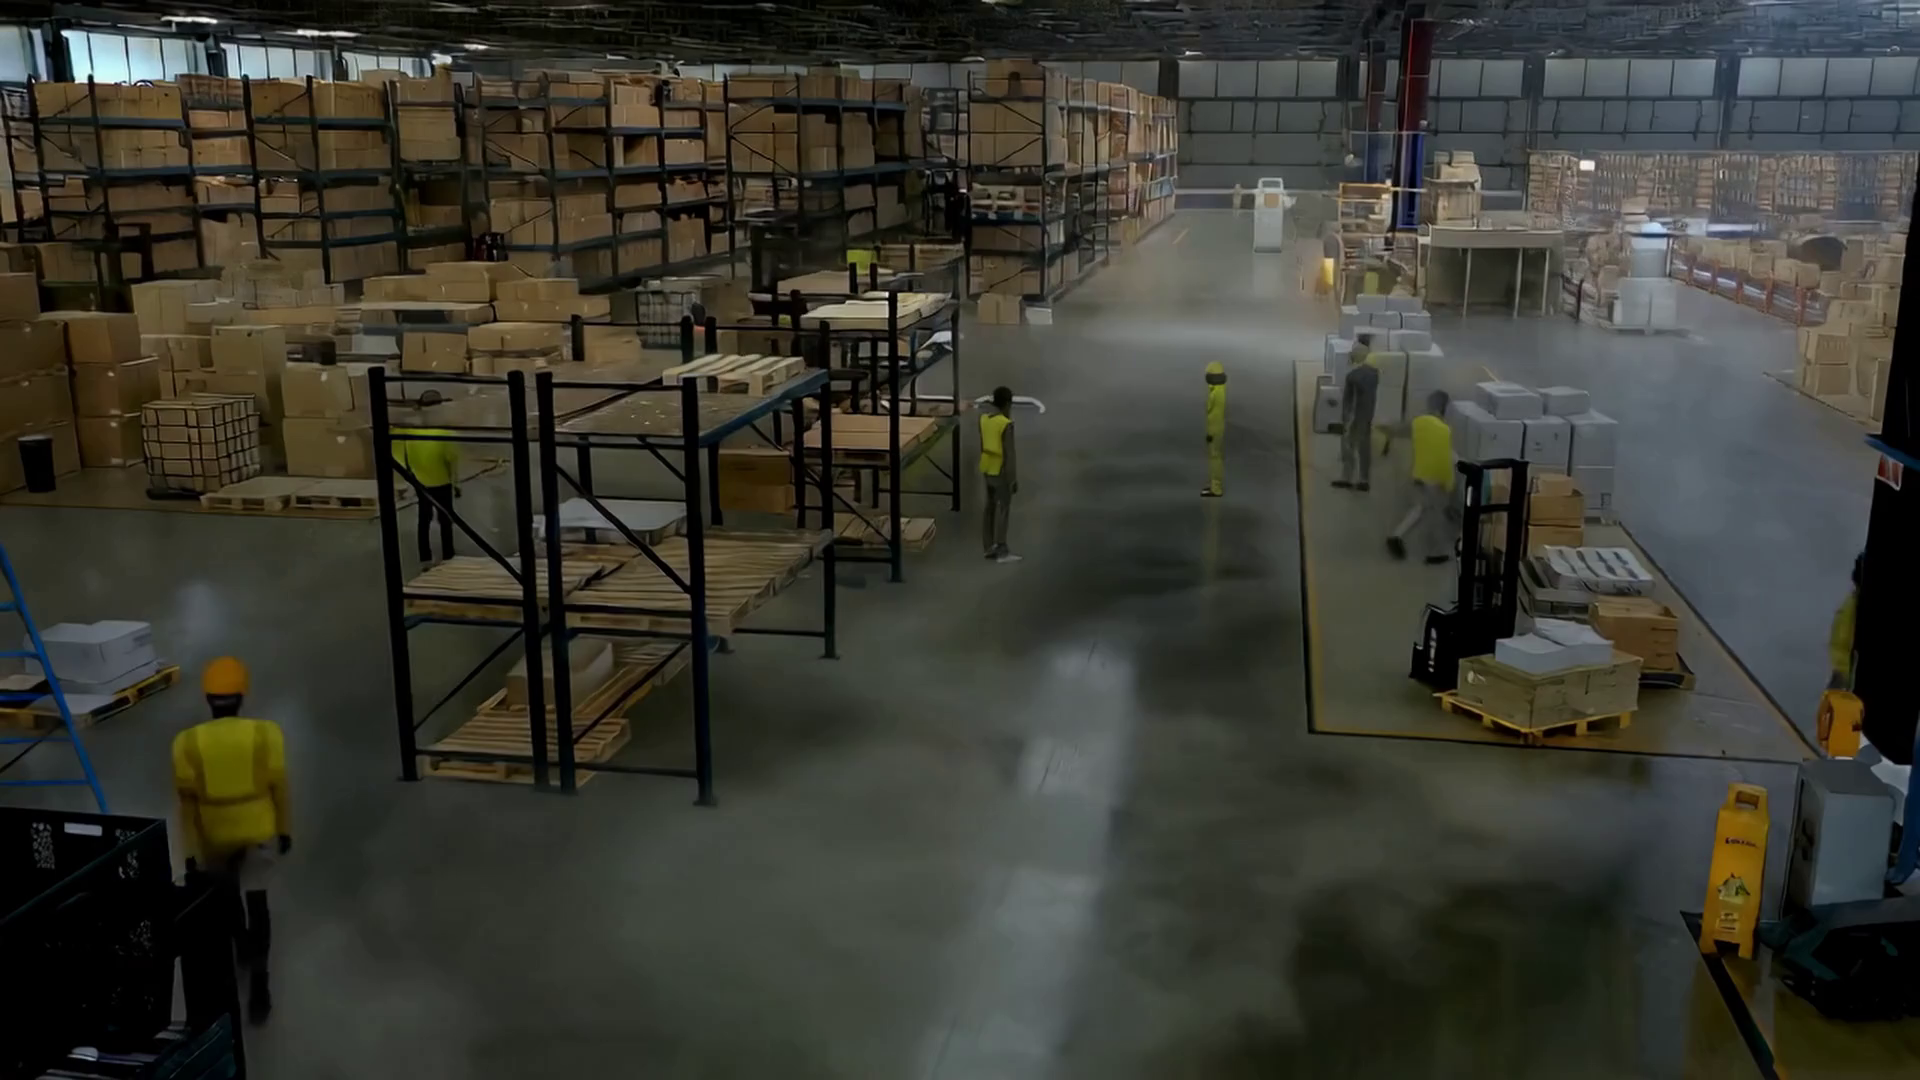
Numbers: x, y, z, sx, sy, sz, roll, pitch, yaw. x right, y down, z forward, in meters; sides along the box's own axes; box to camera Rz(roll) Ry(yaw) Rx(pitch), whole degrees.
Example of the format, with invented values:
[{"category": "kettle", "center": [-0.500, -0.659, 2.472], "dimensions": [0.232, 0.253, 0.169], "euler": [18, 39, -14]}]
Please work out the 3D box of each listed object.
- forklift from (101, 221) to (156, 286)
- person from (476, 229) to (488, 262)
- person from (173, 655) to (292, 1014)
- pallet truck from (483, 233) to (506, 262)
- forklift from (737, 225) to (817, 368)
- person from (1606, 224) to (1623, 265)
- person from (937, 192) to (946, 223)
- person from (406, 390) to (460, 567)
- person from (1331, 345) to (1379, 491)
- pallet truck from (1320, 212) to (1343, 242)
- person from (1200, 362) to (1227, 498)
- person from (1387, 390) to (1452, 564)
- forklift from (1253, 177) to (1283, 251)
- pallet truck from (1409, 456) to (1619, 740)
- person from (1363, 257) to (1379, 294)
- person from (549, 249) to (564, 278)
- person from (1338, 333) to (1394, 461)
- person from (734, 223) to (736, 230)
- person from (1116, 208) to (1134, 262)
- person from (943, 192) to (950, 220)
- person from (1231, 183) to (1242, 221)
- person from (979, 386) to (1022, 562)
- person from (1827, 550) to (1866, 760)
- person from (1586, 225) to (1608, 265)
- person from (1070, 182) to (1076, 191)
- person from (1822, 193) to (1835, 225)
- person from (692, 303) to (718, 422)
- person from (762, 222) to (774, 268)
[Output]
[{"category": "forklift", "center": [-16.772, -5.071, 33.793], "dimensions": [1.129, 2.768, 1.873], "euler": [3, 14, 10]}, {"category": "person", "center": [-14.786, -8.837, 51.640], "dimensions": [0.313, 1.638, 0.513], "euler": [11, 17, 37]}, {"category": "person", "center": [-3.889, 1.556, 8.962], "dimensions": [0.549, 1.884, 1.030], "euler": [-5, 15, -20]}, {"category": "pallet truck", "center": [-11.832, -7.026, 43.548], "dimensions": [1.885, 1.965, 0.823], "euler": [8, 16, 28]}, {"category": "forklift", "center": [-3.602, -4.729, 32.401], "dimensions": [1.129, 2.768, 1.873], "euler": [3, 14, 10]}, {"category": "person", "center": [20.939, -9.277, 53.334], "dimensions": [0.538, 1.684, 0.363], "euler": [4, 14, 14]}, {"category": "person", "center": [-0.876, -17.071, 84.698], "dimensions": [0.612, 1.813, 0.423], "euler": [2, 14, 9]}, {"category": "person", "center": [-5.625, -0.649, 17.830], "dimensions": [0.585, 1.918, 0.409], "euler": [3, 14, 13]}, {"category": "person", "center": [5.182, -1.583, 21.619], "dimensions": [0.741, 1.912, 0.608], "euler": [-9, 17, -33]}, {"category": "pallet truck", "center": [15.874, -13.227, 70.310], "dimensions": [0.680, 1.201, 1.601], "euler": [10, 17, 35]}, {"category": "person", "center": [3.241, -1.404, 21.243], "dimensions": [0.297, 1.745, 0.484], "euler": [4, 14, 17]}, {"category": "person", "center": [5.008, -0.661, 17.851], "dimensions": [0.643, 1.921, 0.631], "euler": [-4, 14, -17]}, {"category": "forklift", "center": [12.083, -12.747, 64.956], "dimensions": [1.129, 2.768, 1.873], "euler": [3, 14, 10]}, {"category": "pallet truck", "center": [4.504, 0.400, 13.395], "dimensions": [0.823, 1.965, 1.885], "euler": [-6, 15, -23]}, {"category": "person", "center": [9.101, -5.279, 36.642], "dimensions": [0.798, 1.913, 0.549], "euler": [1, 14, 5]}, {"category": "person", "center": [-9.710, -6.136, 40.299], "dimensions": [0.976, 1.832, 0.511], "euler": [6, 15, 24]}, {"category": "person", "center": [5.814, -2.037, 23.632], "dimensions": [0.797, 1.842, 0.532], "euler": [-7, 16, -28]}, {"category": "person", "center": [-9.467, -13.187, 69.308], "dimensions": [0.285, 1.633, 0.497], "euler": [5, 15, 18]}, {"category": "person", "center": [5.896, -10.873, 59.311], "dimensions": [0.548, 1.922, 0.637], "euler": [-1, 14, -5]}, {"category": "person", "center": [-0.786, -17.777, 87.746], "dimensions": [0.580, 1.724, 0.833], "euler": [12, 18, 40]}, {"category": "person", "center": [14.340, -17.549, 86.325], "dimensions": [0.485, 1.971, 0.651], "euler": [10, 17, 35]}, {"category": "person", "center": [0.421, -0.719, 18.103], "dimensions": [0.375, 1.917, 0.597], "euler": [-8, 16, -30]}, {"category": "person", "center": [6.300, 0.943, 11.540], "dimensions": [0.609, 1.830, 0.638], "euler": [3, 14, 11]}, {"category": "person", "center": [19.332, -8.642, 50.493], "dimensions": [0.605, 1.814, 0.708], "euler": [3, 14, 11]}, {"category": "person", "center": [6.183, -18.259, 89.330], "dimensions": [0.548, 1.916, 0.759], "euler": [-2, 14, -8]}, {"category": "person", "center": [41.451, -15.791, 79.515], "dimensions": [0.892, 1.803, 0.591], "euler": [6, 15, 21]}, {"category": "person", "center": [-4.079, -2.747, 26.238], "dimensions": [0.367, 1.966, 0.604], "euler": [13, 19, 41]}, {"category": "person", "center": [-6.423, -10.175, 56.573], "dimensions": [0.594, 1.868, 0.984], "euler": [-2, 14, -9]}]
